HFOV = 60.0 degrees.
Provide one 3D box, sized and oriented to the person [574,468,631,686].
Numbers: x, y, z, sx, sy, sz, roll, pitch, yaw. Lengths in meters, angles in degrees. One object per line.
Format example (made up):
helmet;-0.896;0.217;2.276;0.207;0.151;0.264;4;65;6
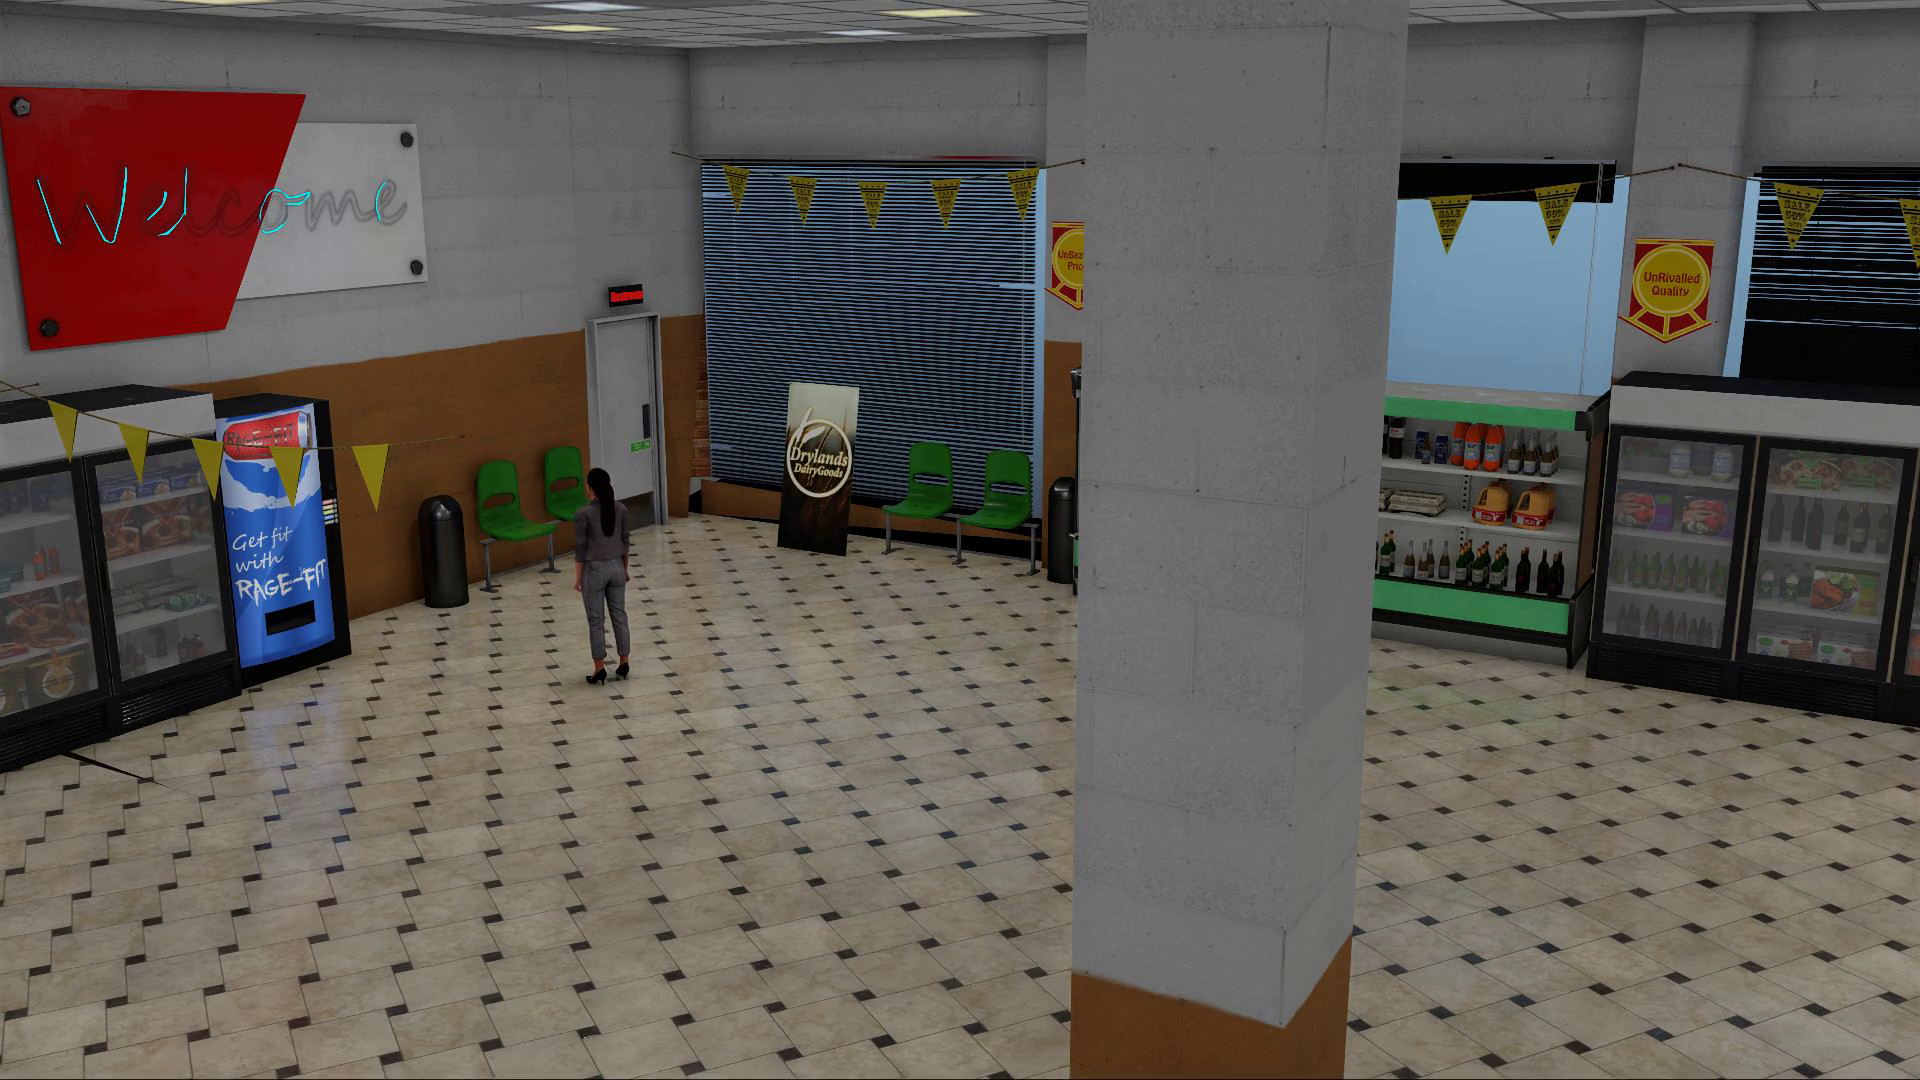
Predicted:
person;-2.728;0.274;12.711;0.699;1.678;0.695;-12;18;-39
